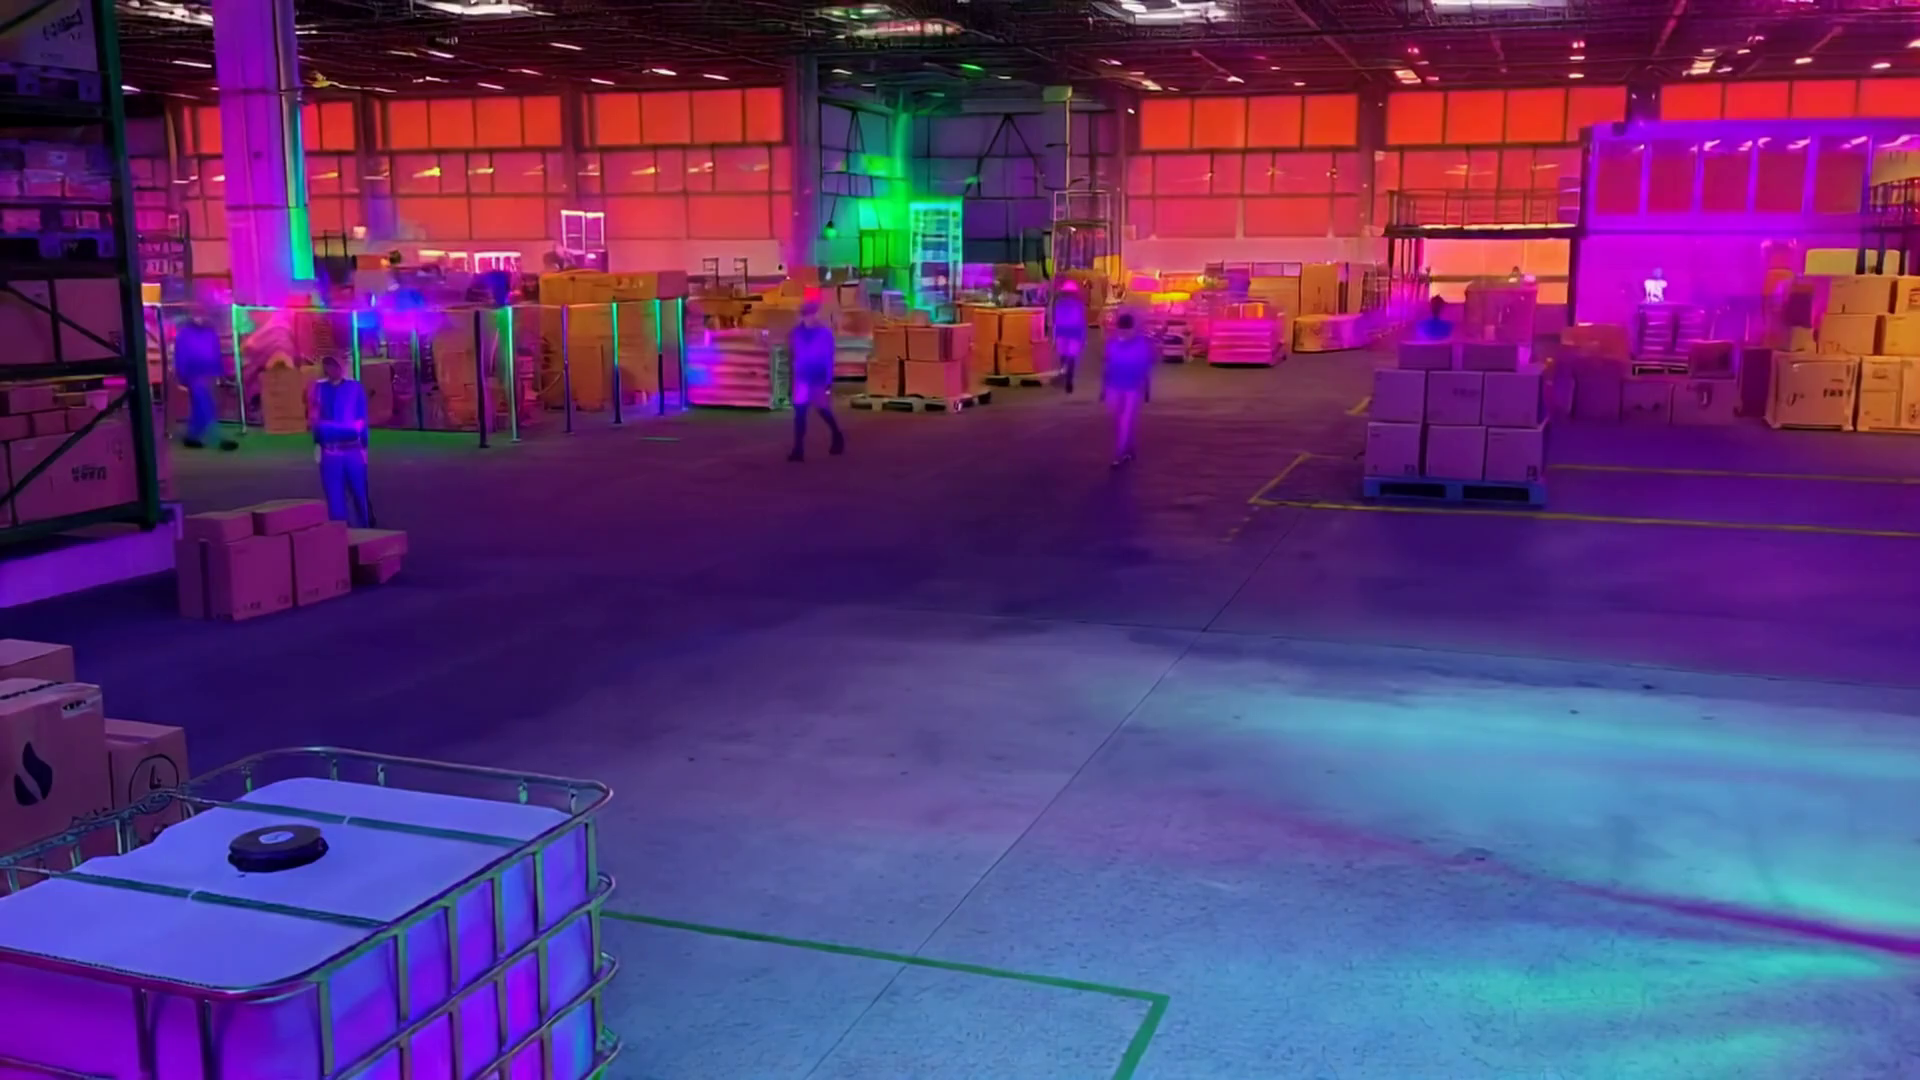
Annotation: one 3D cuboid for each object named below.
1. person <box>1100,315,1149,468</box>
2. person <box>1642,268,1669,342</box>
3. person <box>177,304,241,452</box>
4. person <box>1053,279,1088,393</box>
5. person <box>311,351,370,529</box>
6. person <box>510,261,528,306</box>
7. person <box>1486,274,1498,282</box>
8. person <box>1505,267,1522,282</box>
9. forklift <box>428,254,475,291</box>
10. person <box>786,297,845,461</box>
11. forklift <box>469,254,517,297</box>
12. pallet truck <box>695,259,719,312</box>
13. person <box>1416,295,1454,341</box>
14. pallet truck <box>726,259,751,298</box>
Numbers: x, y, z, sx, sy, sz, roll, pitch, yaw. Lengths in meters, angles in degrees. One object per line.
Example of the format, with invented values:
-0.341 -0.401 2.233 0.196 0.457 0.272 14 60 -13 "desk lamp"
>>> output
1.864 -1.692 18.875 0.538 1.721 0.931 5 11 27 "person"
18.121 -6.119 43.301 0.635 1.891 0.768 7 12 34 "person"
-9.215 -1.973 20.276 0.927 1.791 0.597 2 10 13 "person"
1.879 -3.447 28.190 0.554 1.919 0.505 4 11 21 "person"
-5.117 -0.745 13.756 0.512 1.641 0.309 2 10 11 "person"
-12.827 -7.135 48.616 0.395 2.038 0.614 7 12 35 "person"
10.428 -4.255 32.721 0.635 1.919 0.960 5 11 26 "person"
17.571 -7.762 52.862 0.516 1.794 0.981 2 10 12 "person"
-20.133 -10.254 65.465 1.157 1.987 2.680 3 11 19 "forklift"
-1.699 -1.901 19.550 0.555 1.905 0.922 6 12 29 "person"
-17.990 -10.121 64.684 1.157 1.987 2.680 3 11 17 "forklift"
-9.165 -9.627 62.776 0.823 1.965 1.885 4 11 23 "pallet truck"
6.159 -2.269 21.774 0.549 1.841 0.782 0 10 0 "person"
-7.986 -9.493 62.019 0.823 1.965 1.885 3 11 17 "pallet truck"
